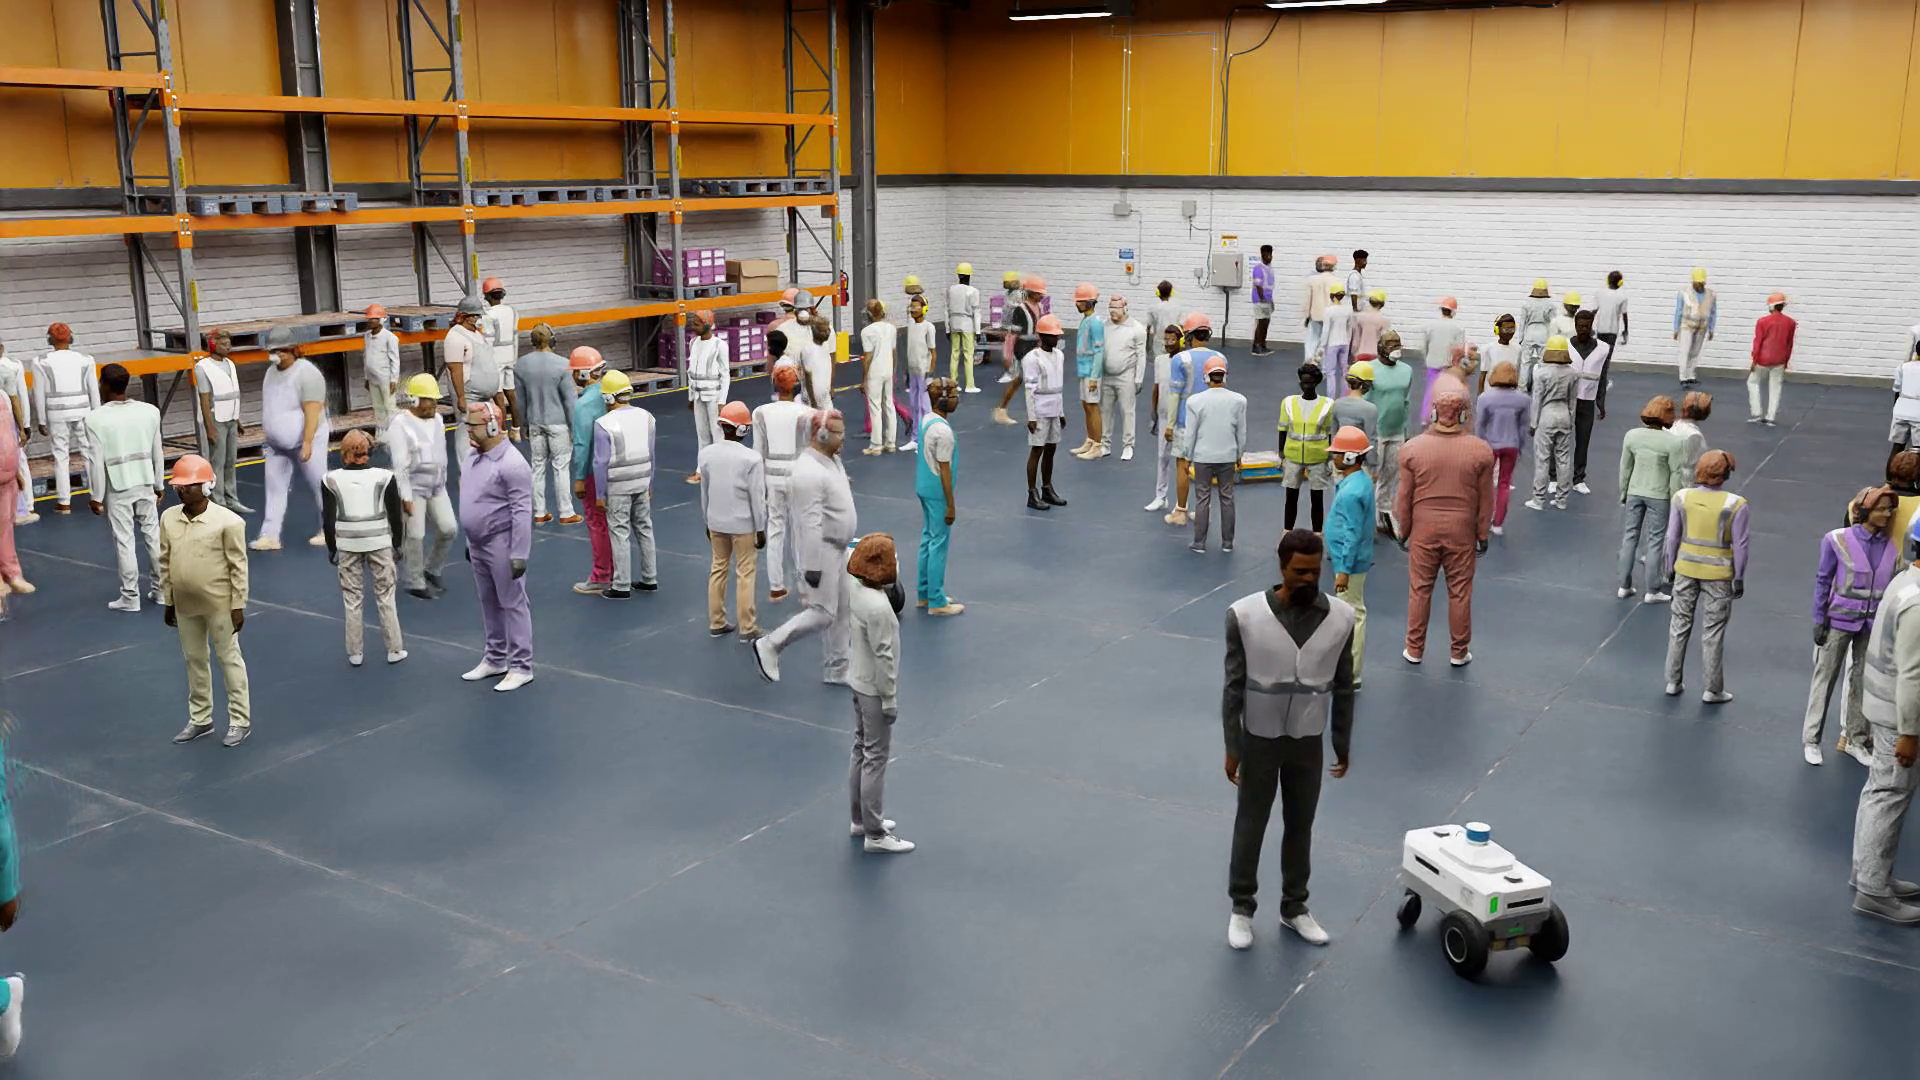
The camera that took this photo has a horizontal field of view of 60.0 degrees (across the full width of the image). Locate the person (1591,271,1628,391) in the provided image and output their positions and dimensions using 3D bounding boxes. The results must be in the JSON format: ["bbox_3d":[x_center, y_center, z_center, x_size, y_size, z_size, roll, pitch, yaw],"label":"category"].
[{"bbox_3d":[9.578,-3.047,24.542,0.529,1.817,0.960,12,18,42],"label":"person"}]

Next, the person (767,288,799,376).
[{"bbox_3d":[-1.911,-1.879,19.052,0.609,1.996,0.383,7,15,26],"label":"person"}]

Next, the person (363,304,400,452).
[{"bbox_3d":[-6.903,-1.930,19.795,0.561,1.756,0.319,8,15,32],"label":"person"}]

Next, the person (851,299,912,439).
[{"bbox_3d":[-0.963,-2.124,20.673,0.734,1.740,0.531,0,13,0],"label":"person"}]

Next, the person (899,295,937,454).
[{"bbox_3d":[-0.494,-1.959,19.665,0.321,1.876,0.532,-10,16,-38],"label":"person"}]

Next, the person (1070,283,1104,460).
[{"bbox_3d":[1.464,-1.938,19.214,0.394,2.039,0.614,-2,13,-8],"label":"person"}]

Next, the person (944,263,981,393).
[{"bbox_3d":[0.051,-3.142,24.683,0.595,1.925,0.371,7,15,28],"label":"person"}]

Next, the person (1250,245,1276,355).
[{"bbox_3d":[5.413,-4.254,29.497,0.383,1.937,0.687,9,16,34],"label":"person"}]

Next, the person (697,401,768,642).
[{"bbox_3d":[-1.622,-0.137,12.052,0.568,1.743,0.350,8,15,30],"label":"person"}]

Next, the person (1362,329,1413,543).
[{"bbox_3d":[3.849,-0.944,15.126,0.635,1.939,0.366,-7,15,-28],"label":"person"}]

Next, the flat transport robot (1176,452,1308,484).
[{"bbox_3d":[3.151,-0.802,18.164,1.431,0.197,0.652,-4,14,-17],"label":"flat transport robot"}]

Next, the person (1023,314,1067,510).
[{"bbox_3d":[0.870,-1.273,16.552,0.357,1.937,0.551,11,17,39],"label":"person"}]

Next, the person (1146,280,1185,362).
[{"bbox_3d":[2.714,-2.569,22.368,0.560,1.842,0.790,-2,13,-7],"label":"person"}]

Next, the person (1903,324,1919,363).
[{"bbox_3d":[12.266,-2.183,21.156,0.514,1.639,0.310,3,13,14],"label":"person"}]

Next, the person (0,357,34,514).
[{"bbox_3d":[-9.170,-1.087,15.865,0.337,1.882,0.584,9,16,35],"label":"person"}]

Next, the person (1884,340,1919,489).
[{"bbox_3d":[9.765,-1.248,16.997,0.320,1.686,0.539,-6,14,-25],"label":"person"}]

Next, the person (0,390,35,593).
[{"bbox_3d":[-7.681,-0.532,13.112,0.536,2.000,0.674,6,14,26],"label":"person"}]

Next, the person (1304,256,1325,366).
[{"bbox_3d":[6.021,-3.833,27.873,0.429,1.840,0.629,12,18,43],"label":"person"}]

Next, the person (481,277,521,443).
[{"bbox_3d":[-5.605,-2.156,20.163,0.381,2.036,0.616,6,14,23],"label":"person"}]

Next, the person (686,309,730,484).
[{"bbox_3d":[-2.693,-1.512,17.711,0.573,1.883,0.356,10,17,38],"label":"person"}]

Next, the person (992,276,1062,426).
[{"bbox_3d":[0.858,-2.398,21.366,1.026,1.992,0.614,6,14,24],"label":"person"}]

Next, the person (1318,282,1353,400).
[{"bbox_3d":[5.199,-2.685,23.054,0.523,1.769,0.317,-7,15,-27],"label":"person"}]

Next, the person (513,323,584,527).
[{"bbox_3d":[-3.884,-1.082,15.723,0.631,1.940,0.372,4,13,15],"label":"person"}]

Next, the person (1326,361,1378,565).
[{"bbox_3d":[3.388,-0.656,14.280,0.339,1.760,0.529,-7,15,-28],"label":"person"}]

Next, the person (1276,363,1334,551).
[{"bbox_3d":[3.049,-0.714,14.651,0.540,1.697,0.316,6,14,23],"label":"person"}]

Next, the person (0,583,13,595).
[{"bbox_3d":[-7.924,-0.518,13.148,0.612,1.997,0.376,3,13,12],"label":"person"}]

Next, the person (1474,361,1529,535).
[{"bbox_3d":[4.991,-0.850,15.410,0.508,1.621,0.338,0,13,1],"label":"person"}]

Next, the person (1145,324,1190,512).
[{"bbox_3d":[2.094,-1.184,16.318,0.516,1.871,0.325,10,16,36],"label":"person"}]

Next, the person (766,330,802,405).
[{"bbox_3d":[-1.845,-1.392,17.657,0.413,1.667,0.553,-1,13,-3],"label":"person"}]

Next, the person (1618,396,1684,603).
[{"bbox_3d":[5.441,-0.326,13.110,0.281,1.632,0.507,-10,16,-36],"label":"person"}]

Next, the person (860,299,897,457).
[{"bbox_3d":[-0.960,-1.894,19.467,0.505,1.838,0.349,-12,18,-42],"label":"person"}]

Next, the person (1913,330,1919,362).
[{"bbox_3d":[11.385,-1.857,19.366,0.532,1.824,0.682,11,17,39],"label":"person"}]

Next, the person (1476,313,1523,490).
[{"bbox_3d":[5.658,-1.438,17.421,0.532,1.871,0.321,-5,14,-19],"label":"person"}]

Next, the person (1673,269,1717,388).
[{"bbox_3d":[11.189,-3.218,25.339,0.610,1.798,0.632,0,13,-1],"label":"person"}]

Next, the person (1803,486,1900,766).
[{"bbox_3d":[5.140,0.493,9.536,0.513,1.644,0.313,1,13,5],"label":"person"}]

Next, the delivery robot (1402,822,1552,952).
[{"bbox_3d":[2.283,1.494,7.376,0.477,0.478,0.707,-4,14,-18],"label":"delivery robot"}]

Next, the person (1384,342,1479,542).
[{"bbox_3d":[4.218,-0.820,14.717,0.737,1.881,0.653,1,13,5],"label":"person"}]

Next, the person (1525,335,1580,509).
[{"bbox_3d":[5.893,-1.170,16.555,0.480,1.734,0.336,-3,13,-14],"label":"person"}]
